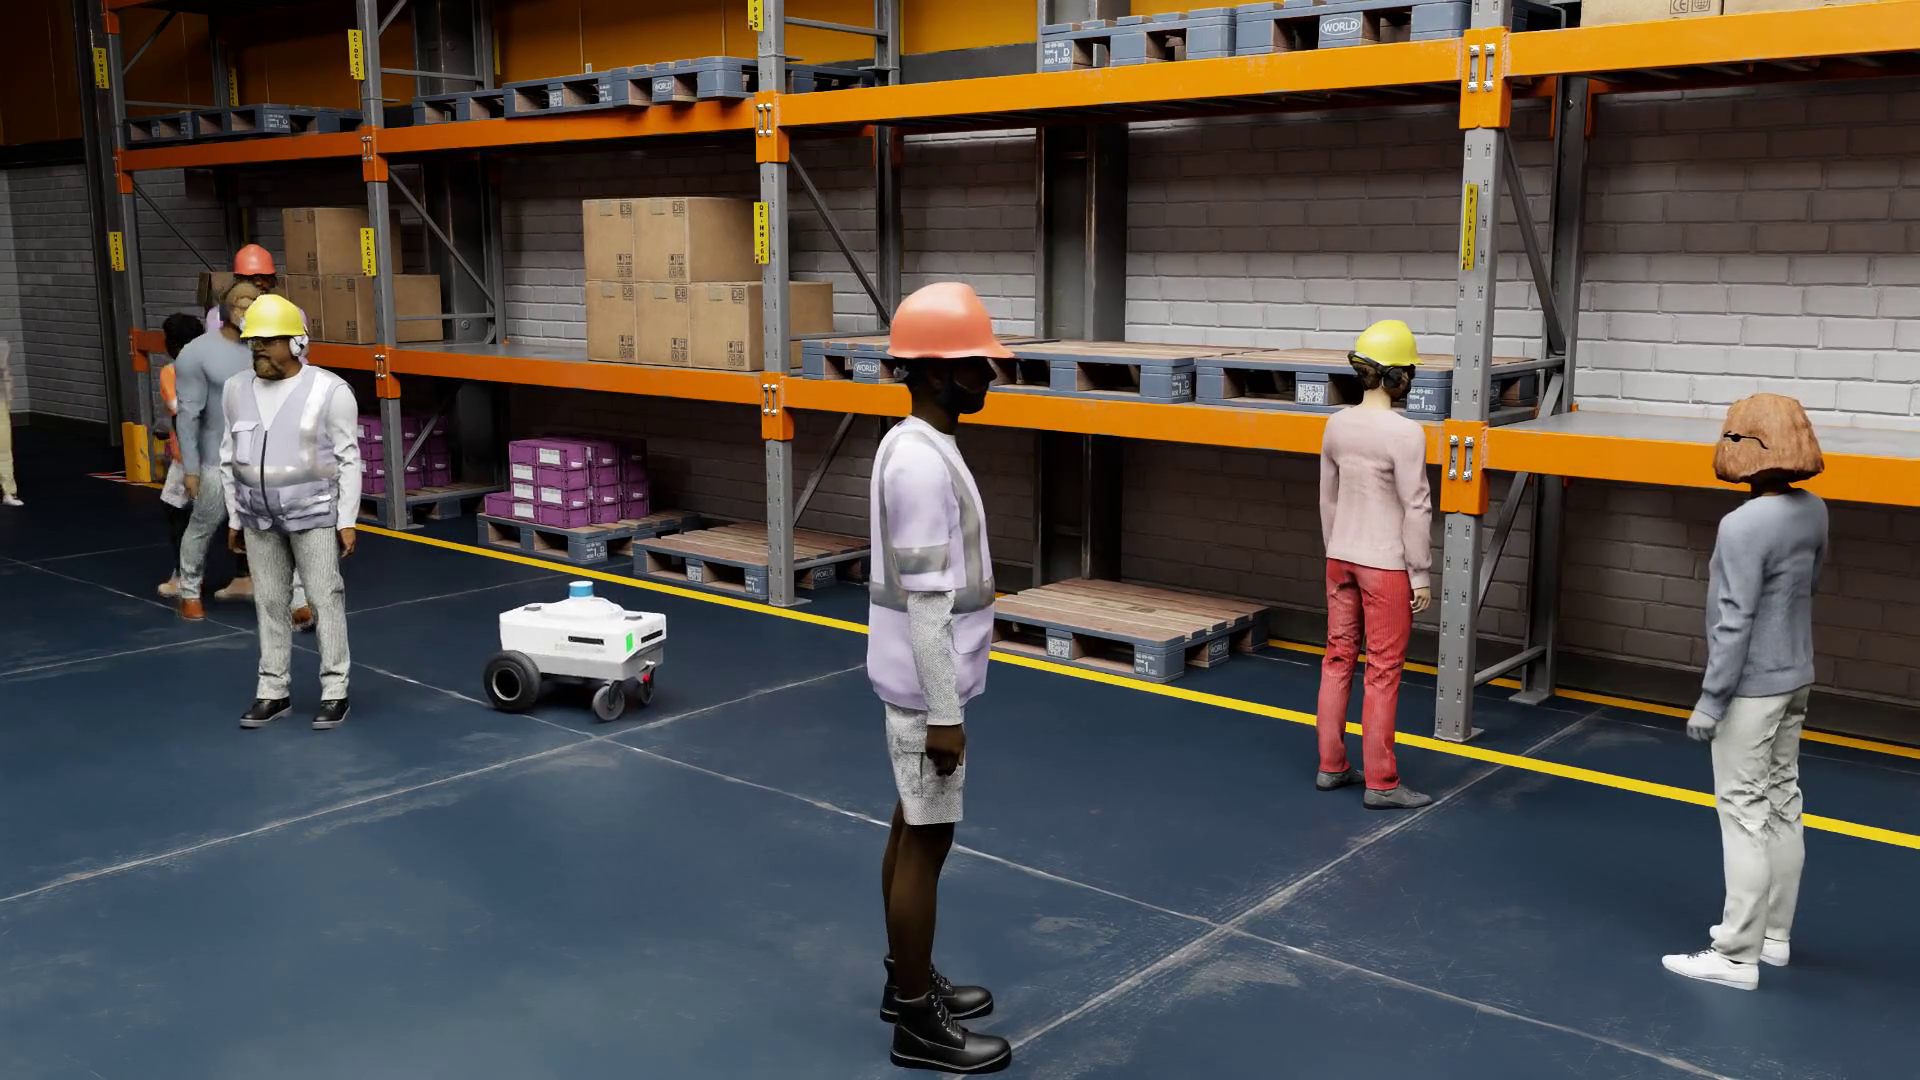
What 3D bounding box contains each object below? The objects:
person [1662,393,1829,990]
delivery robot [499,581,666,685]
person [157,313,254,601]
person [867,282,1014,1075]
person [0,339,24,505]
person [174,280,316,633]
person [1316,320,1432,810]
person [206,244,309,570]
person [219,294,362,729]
[{"bbox_3d":[2.176,0.415,4.573,0.497,1.634,0.279,-8,13,-39],"label":"person"},{"bbox_3d":[-1.657,0.425,7.323,0.707,0.478,0.477,4,11,20],"label":"delivery robot"},{"bbox_3d":[-4.359,-0.469,9.547,0.712,1.643,0.547,3,10,15],"label":"person"},{"bbox_3d":[-0.050,0.339,4.141,0.361,1.939,0.543,-1,10,-5],"label":"person"},{"bbox_3d":[-7.765,-1.083,13.178,0.741,1.610,0.500,7,12,36],"label":"person"},{"bbox_3d":[-3.833,-0.438,8.827,1.153,1.864,0.647,8,13,40],"label":"person"},{"bbox_3d":[1.512,0.092,6.041,0.310,1.769,0.525,-5,11,-28],"label":"person"},{"bbox_3d":[-4.382,-0.827,10.482,0.609,2.044,0.394,-7,12,-36],"label":"person"},{"bbox_3d":[-2.816,-0.108,6.986,0.593,1.832,0.403,1,10,6],"label":"person"}]
